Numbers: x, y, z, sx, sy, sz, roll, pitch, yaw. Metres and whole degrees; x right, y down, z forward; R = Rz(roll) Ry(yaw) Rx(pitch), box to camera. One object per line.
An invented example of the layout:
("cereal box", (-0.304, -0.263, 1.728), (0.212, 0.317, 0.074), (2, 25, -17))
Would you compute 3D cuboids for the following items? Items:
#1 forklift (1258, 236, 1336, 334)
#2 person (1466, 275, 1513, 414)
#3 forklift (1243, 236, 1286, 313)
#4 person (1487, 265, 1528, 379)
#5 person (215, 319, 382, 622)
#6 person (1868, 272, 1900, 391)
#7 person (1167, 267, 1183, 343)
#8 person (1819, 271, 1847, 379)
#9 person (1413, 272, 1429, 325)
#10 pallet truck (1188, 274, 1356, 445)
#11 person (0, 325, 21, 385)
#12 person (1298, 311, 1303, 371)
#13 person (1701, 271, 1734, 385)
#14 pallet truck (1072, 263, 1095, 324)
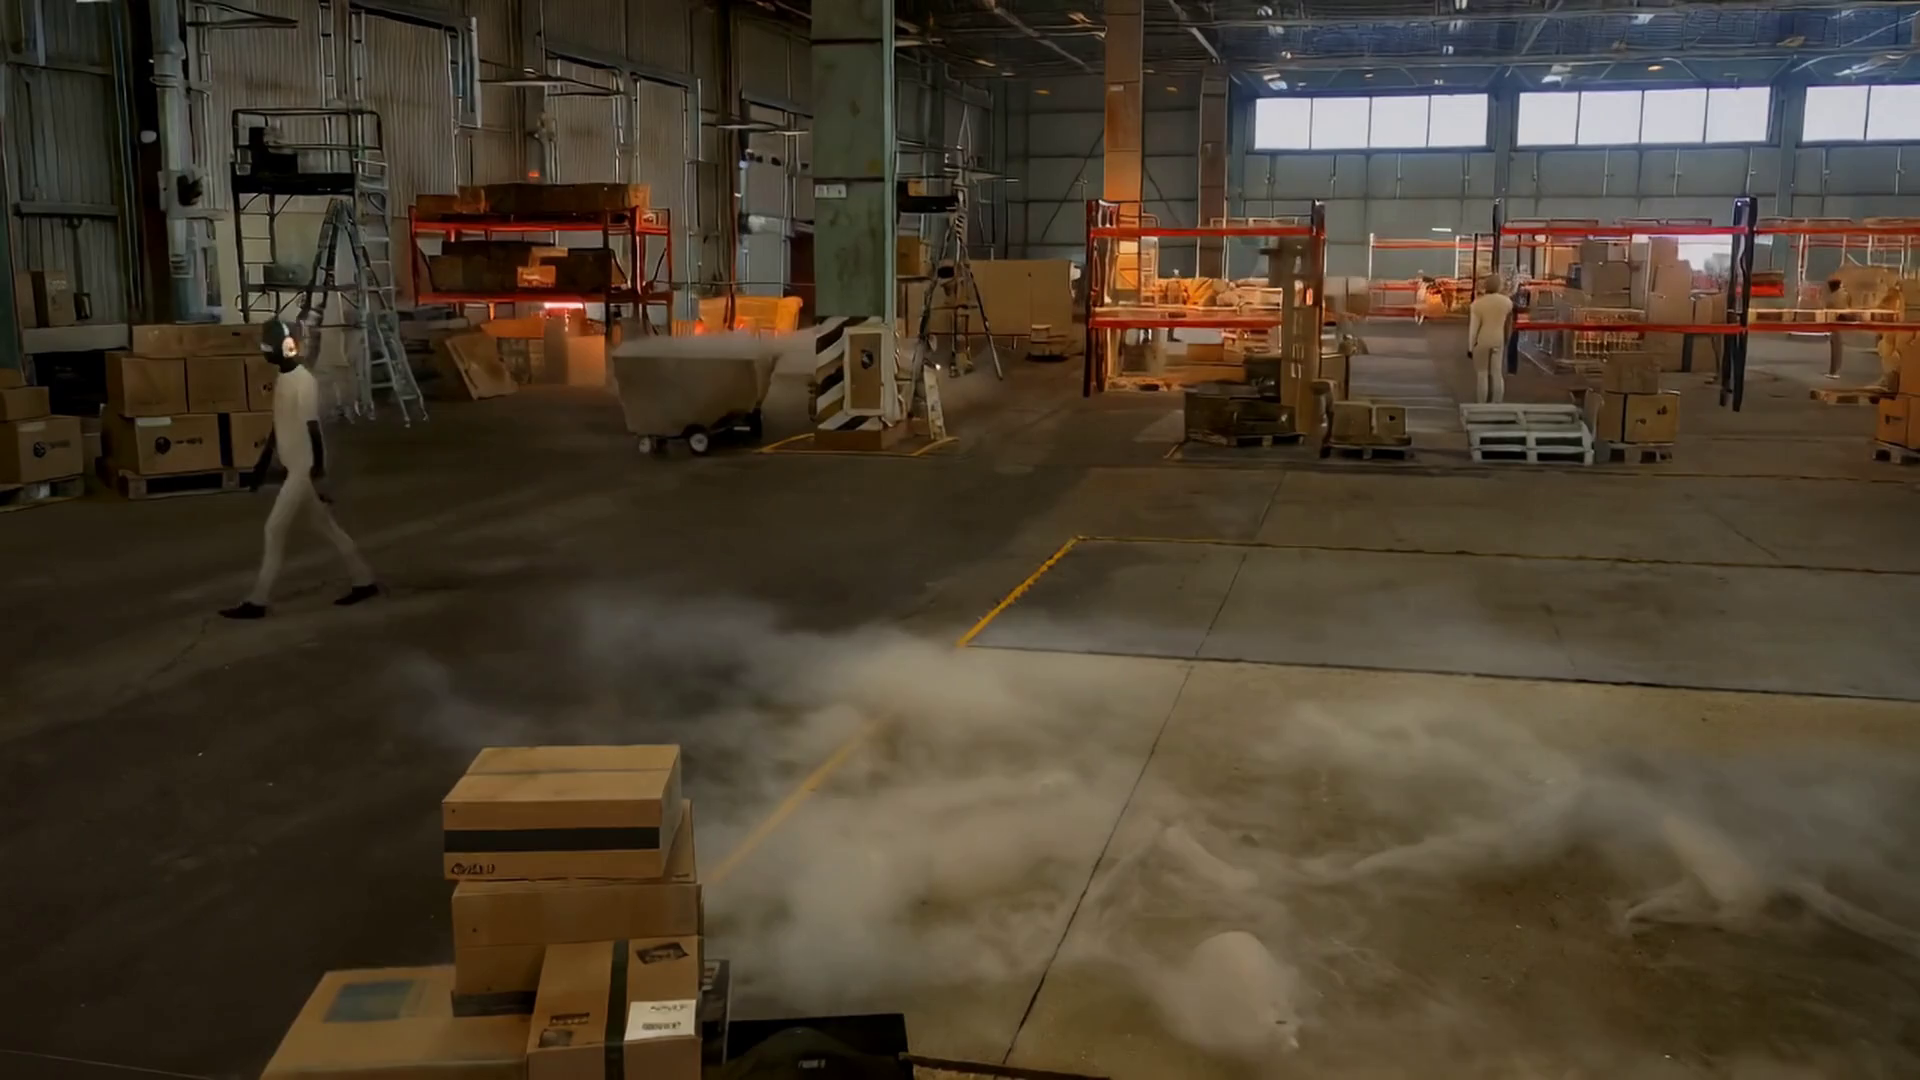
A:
("forklift", (9.319, -7.005, 45.651), (1.129, 2.768, 1.873), (-8, 12, -38))
("person", (7.269, -2.669, 22.886), (0.627, 1.941, 0.370), (-2, 10, -12))
("forklift", (9.734, -7.924, 51.058), (1.873, 2.768, 1.129), (-2, 10, -14))
("person", (9.766, -3.901, 29.843), (0.539, 2.000, 0.689), (-9, 13, -42))
("person", (-4.039, -0.439, 10.136), (0.994, 1.819, 0.534), (-6, 11, -31))
("person", (15.120, -3.396, 27.166), (0.371, 1.941, 0.627), (6, 11, 32))
("person", (5.534, -6.034, 42.708), (0.373, 1.934, 0.552), (-1, 10, -8))
("person", (15.724, -3.857, 29.915), (0.369, 1.928, 0.586), (6, 11, 33))
("person", (14.985, -7.851, 54.099), (0.537, 1.698, 0.321), (-2, 10, -11))
("pallet truck", (3.653, -2.138, 19.590), (1.885, 1.965, 0.823), (-4, 10, -20))
("person", (-10.064, -1.633, 17.108), (0.646, 1.839, 0.455), (0, 10, 3))
("person", (6.667, -4.095, 31.888), (0.322, 1.736, 0.487), (6, 11, 33))
("person", (13.051, -3.630, 28.550), (0.372, 1.939, 0.631), (0, 10, 2))
("pallet truck", (4.325, -8.180, 55.162), (0.823, 1.965, 1.885), (6, 11, 31))
